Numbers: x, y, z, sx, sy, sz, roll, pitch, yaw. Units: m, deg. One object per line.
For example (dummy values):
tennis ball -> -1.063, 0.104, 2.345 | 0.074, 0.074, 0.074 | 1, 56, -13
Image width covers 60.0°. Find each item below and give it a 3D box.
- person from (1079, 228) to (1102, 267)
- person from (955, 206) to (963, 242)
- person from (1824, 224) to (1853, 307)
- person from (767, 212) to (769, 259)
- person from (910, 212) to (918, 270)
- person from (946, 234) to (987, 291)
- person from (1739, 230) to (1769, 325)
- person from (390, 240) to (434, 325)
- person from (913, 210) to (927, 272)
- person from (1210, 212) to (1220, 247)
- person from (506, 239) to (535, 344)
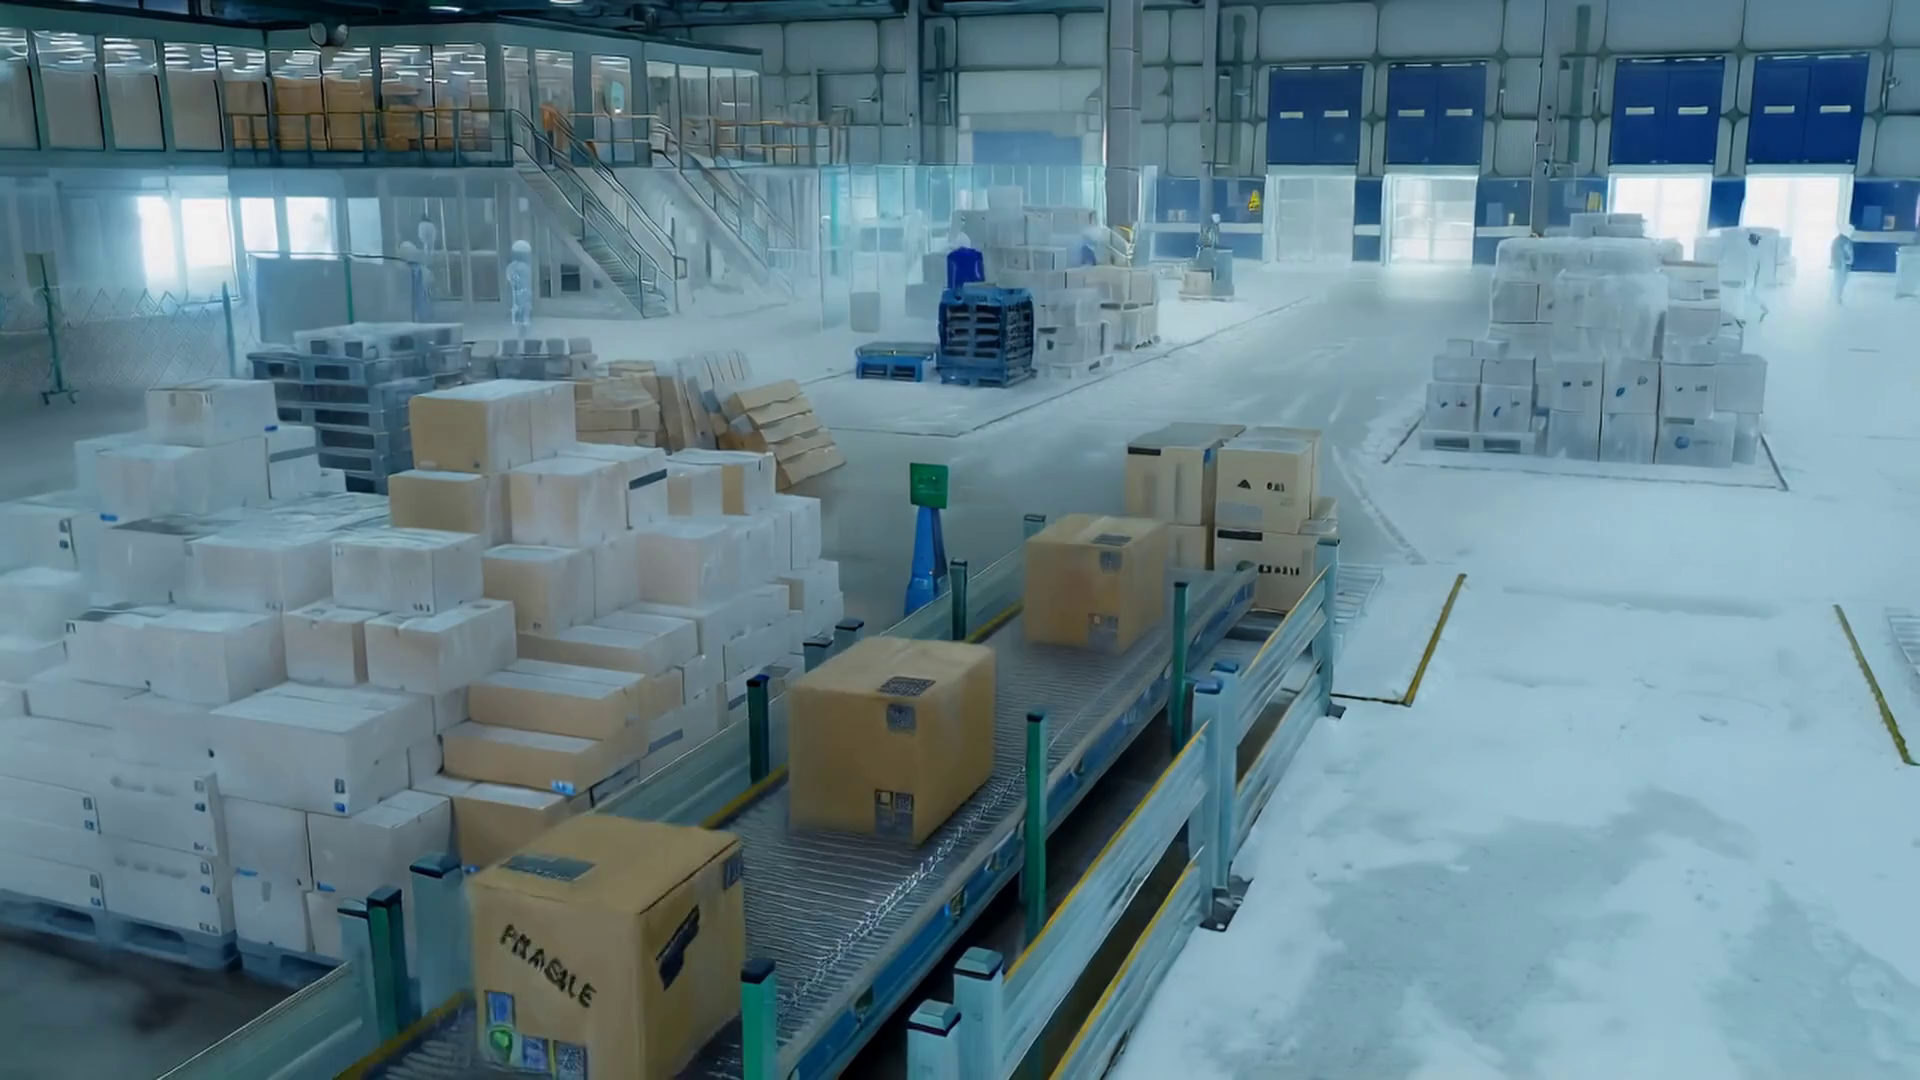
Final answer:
person -> 2.382, -4.539, 29.564 | 1.056, 1.983, 0.612 | 2, 13, 9
person -> -0.004, -8.462, 47.145 | 0.612, 1.995, 0.382 | 4, 13, 19
person -> 19.485, -6.070, 36.798 | 0.638, 1.832, 0.459 | -11, 17, -41
person -> -6.569, -10.454, 56.276 | 0.975, 1.895, 0.619 | 10, 16, 38
person -> -1.351, -9.075, 50.454 | 0.433, 1.749, 0.553 | -4, 13, -18
person -> 0.133, -4.355, 28.907 | 0.740, 1.913, 0.614 | 1, 13, 3
person -> 15.460, -5.096, 32.357 | 0.578, 1.853, 0.530 | 1, 13, 6
person -> -7.906, -3.341, 24.071 | 0.781, 2.000, 0.691 | 9, 16, 36
person -> -1.059, -8.885, 49.437 | 0.781, 1.815, 0.661 | -2, 13, -9
person -> 7.998, -9.395, 52.013 | 0.353, 1.681, 0.538 | 3, 13, 13
person -> -6.847, -3.730, 26.049 | 0.359, 1.939, 0.543 | 3, 13, 15
